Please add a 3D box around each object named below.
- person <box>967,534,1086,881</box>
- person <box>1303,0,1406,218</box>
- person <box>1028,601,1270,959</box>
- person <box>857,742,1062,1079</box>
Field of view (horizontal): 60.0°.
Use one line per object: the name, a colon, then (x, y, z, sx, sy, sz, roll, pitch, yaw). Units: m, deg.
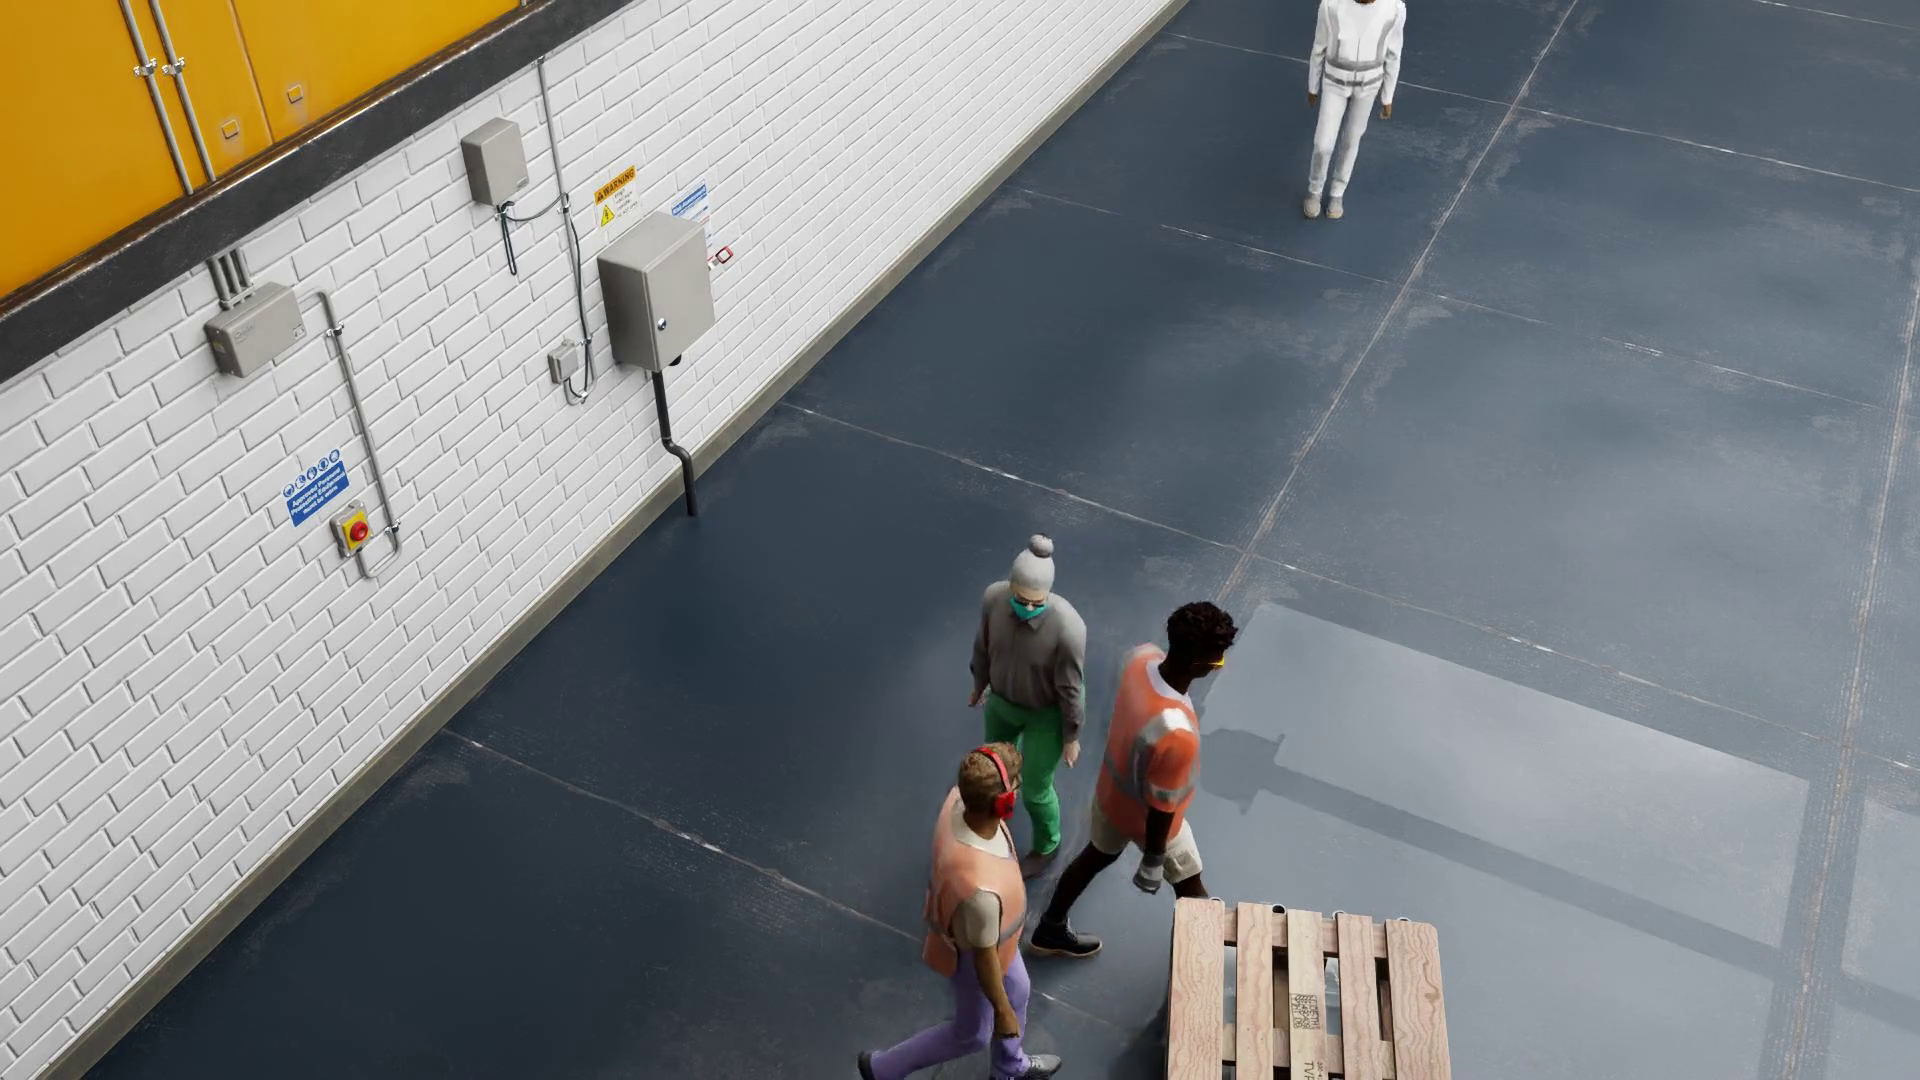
person: (0.273, 0.678, 6.871, 0.566, 1.829, 0.495, 25, 47, 26)
person: (2.605, -2.992, 11.079, 0.571, 1.866, 0.500, 4, 41, 5)
person: (0.780, 0.991, 6.450, 1.049, 1.886, 0.639, -10, 42, -11)
person: (-0.006, 1.465, 5.970, 0.767, 1.803, 0.641, -1, 41, -2)
